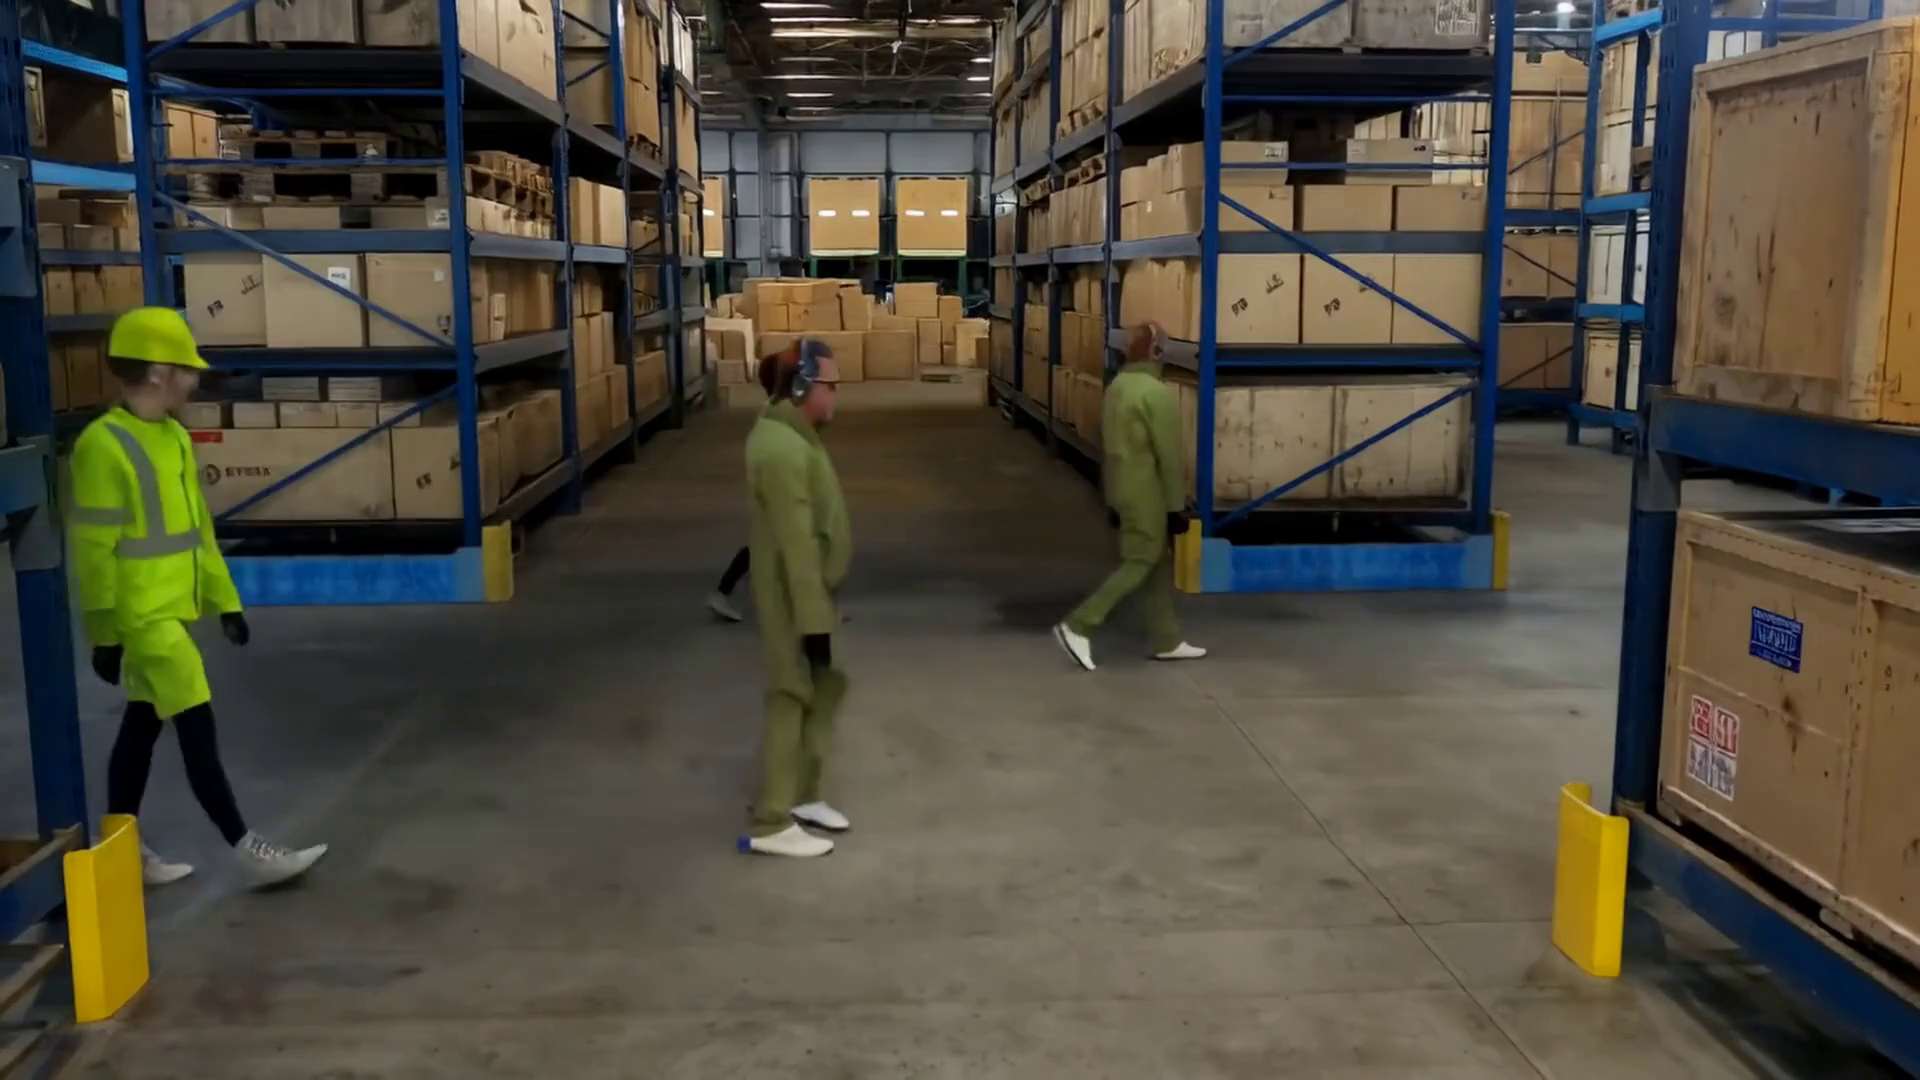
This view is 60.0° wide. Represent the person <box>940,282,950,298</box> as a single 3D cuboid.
[{"bbox_3d":[-0.591,-8.275,59.393,1.040,1.882,0.652,-4,10,-25],"label":"person"}]

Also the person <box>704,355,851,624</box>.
[{"bbox_3d":[-1.139,-0.290,9.993,0.871,1.658,0.542,-1,9,-5],"label":"person"}]

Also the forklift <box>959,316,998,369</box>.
[{"bbox_3d":[1.009,-5.064,36.127,1.873,2.768,1.129,5,10,29],"label":"forklift"}]

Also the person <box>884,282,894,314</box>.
[{"bbox_3d":[-2.201,-6.938,50.904,0.628,1.918,0.559,-1,9,-7],"label":"person"}]

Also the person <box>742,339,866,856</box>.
[{"bbox_3d":[-0.553,0.222,6.029,0.524,1.886,0.688,-1,9,-4],"label":"person"}]

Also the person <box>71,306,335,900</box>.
[{"bbox_3d":[-2.571,0.228,5.628,0.897,2.004,0.622,-1,9,-5],"label":"person"}]

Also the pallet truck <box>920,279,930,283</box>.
[{"bbox_3d":[-0.932,-8.922,63.114,1.885,1.965,0.823,2,9,13],"label":"pallet truck"}]

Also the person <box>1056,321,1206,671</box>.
[{"bbox_3d":[0.938,-0.232,8.920,0.868,1.880,0.642,-2,9,-14],"label":"person"}]

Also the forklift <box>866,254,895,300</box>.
[{"bbox_3d":[-2.650,-8.203,55.838,1.129,2.768,1.873,-5,10,-30],"label":"forklift"}]
